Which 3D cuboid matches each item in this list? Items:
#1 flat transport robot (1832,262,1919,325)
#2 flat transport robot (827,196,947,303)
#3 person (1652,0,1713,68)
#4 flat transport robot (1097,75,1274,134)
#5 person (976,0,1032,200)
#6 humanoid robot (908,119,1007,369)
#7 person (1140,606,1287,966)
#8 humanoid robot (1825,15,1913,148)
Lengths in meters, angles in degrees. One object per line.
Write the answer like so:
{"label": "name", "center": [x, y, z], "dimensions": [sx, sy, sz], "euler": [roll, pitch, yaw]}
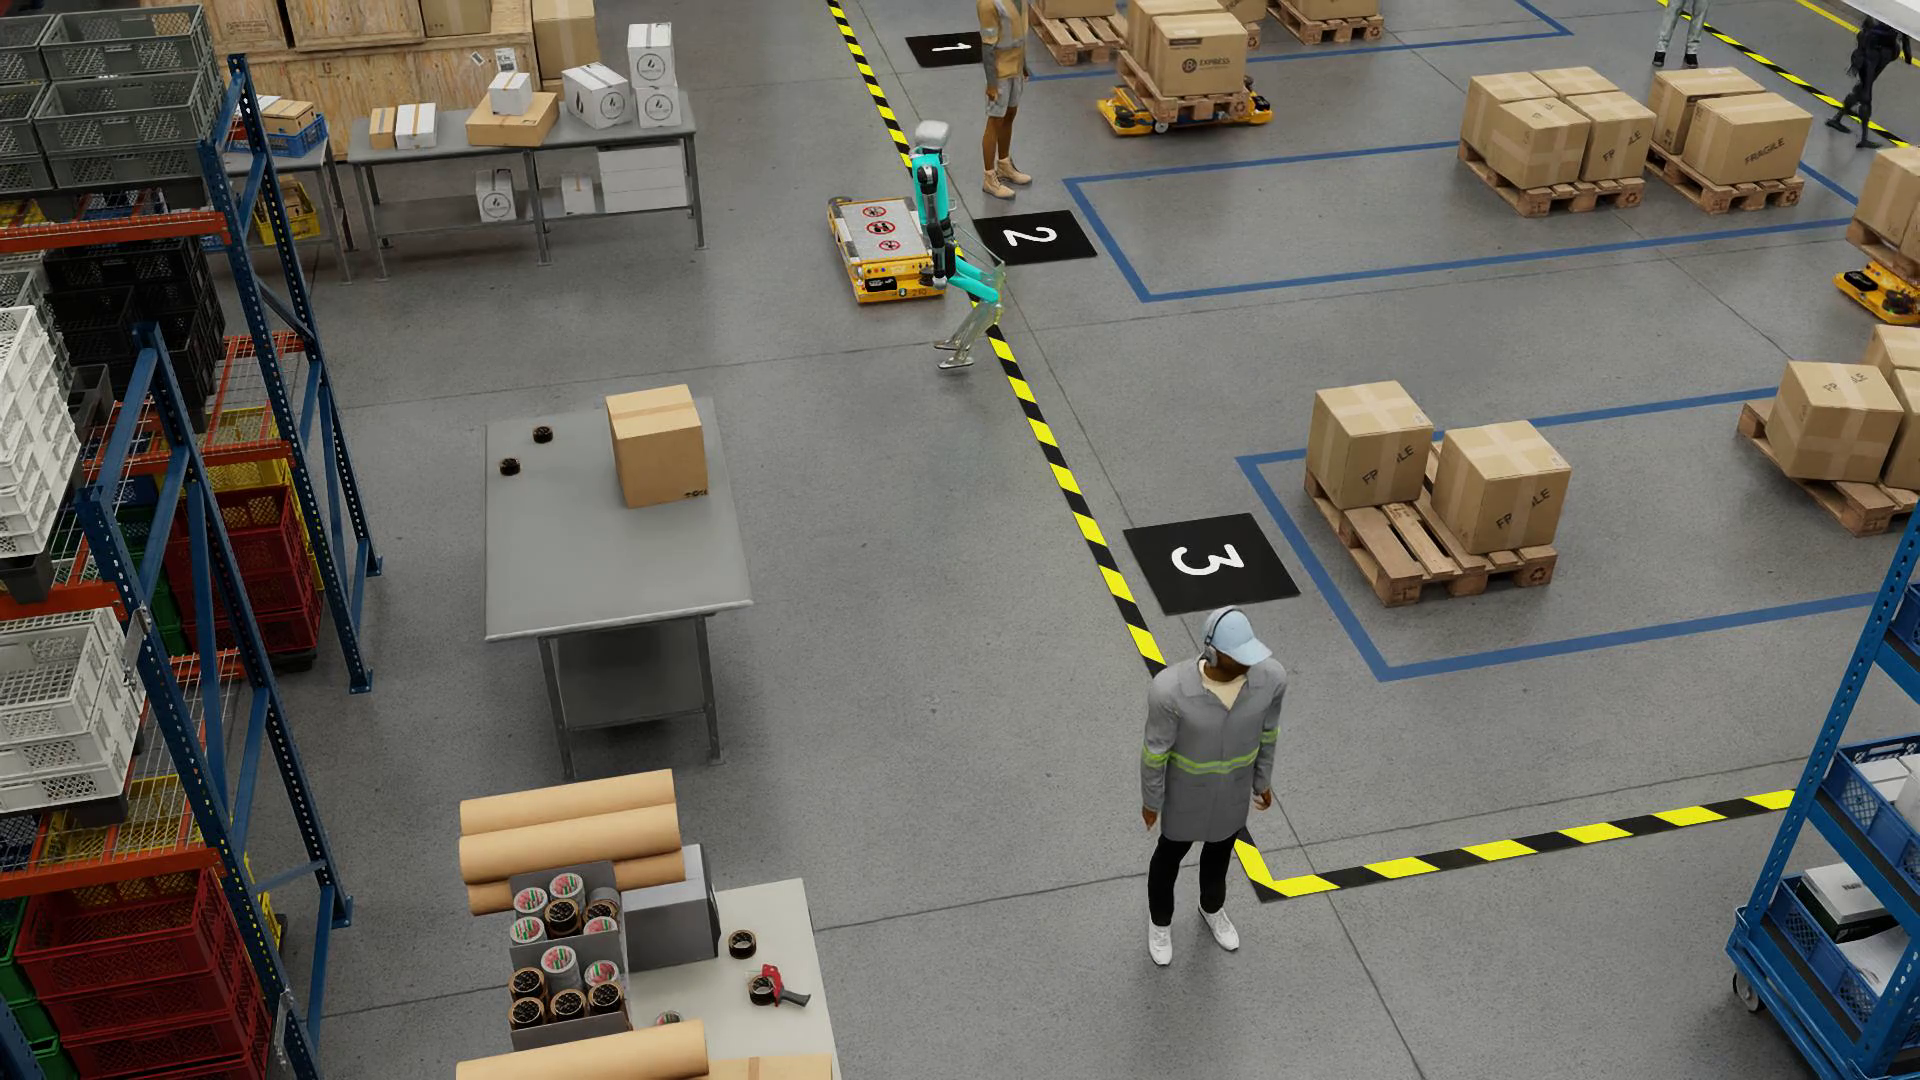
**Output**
{"label": "flat transport robot", "center": [7.176, -1.868, 12.040], "dimensions": [1.431, 0.197, 0.652], "euler": [-8, 37, -10]}
{"label": "flat transport robot", "center": [-0.570, -2.220, 12.538], "dimensions": [0.659, 0.231, 1.431], "euler": [-8, 37, -10]}
{"label": "person", "center": [6.835, -5.288, 15.347], "dimensions": [0.586, 1.837, 0.404], "euler": [7, 37, 9]}
{"label": "flat transport robot", "center": [1.993, -3.860, 14.718], "dimensions": [1.431, 0.197, 0.652], "euler": [-8, 37, -10]}
{"label": "person", "center": [0.372, -3.707, 13.048], "dimensions": [0.366, 2.048, 0.606], "euler": [18, 40, 23]}
{"label": "humanoid robot", "center": [0.045, -1.898, 10.762], "dimensions": [0.735, 1.677, 0.533], "euler": [-1, 37, -1]}
{"label": "person", "center": [1.025, 1.019, 6.857], "dimensions": [0.594, 1.852, 0.369], "euler": [-9, 37, -11]}
{"label": "humanoid robot", "center": [7.776, -4.125, 13.944], "dimensions": [0.590, 1.630, 0.735], "euler": [-14, 39, -18]}
